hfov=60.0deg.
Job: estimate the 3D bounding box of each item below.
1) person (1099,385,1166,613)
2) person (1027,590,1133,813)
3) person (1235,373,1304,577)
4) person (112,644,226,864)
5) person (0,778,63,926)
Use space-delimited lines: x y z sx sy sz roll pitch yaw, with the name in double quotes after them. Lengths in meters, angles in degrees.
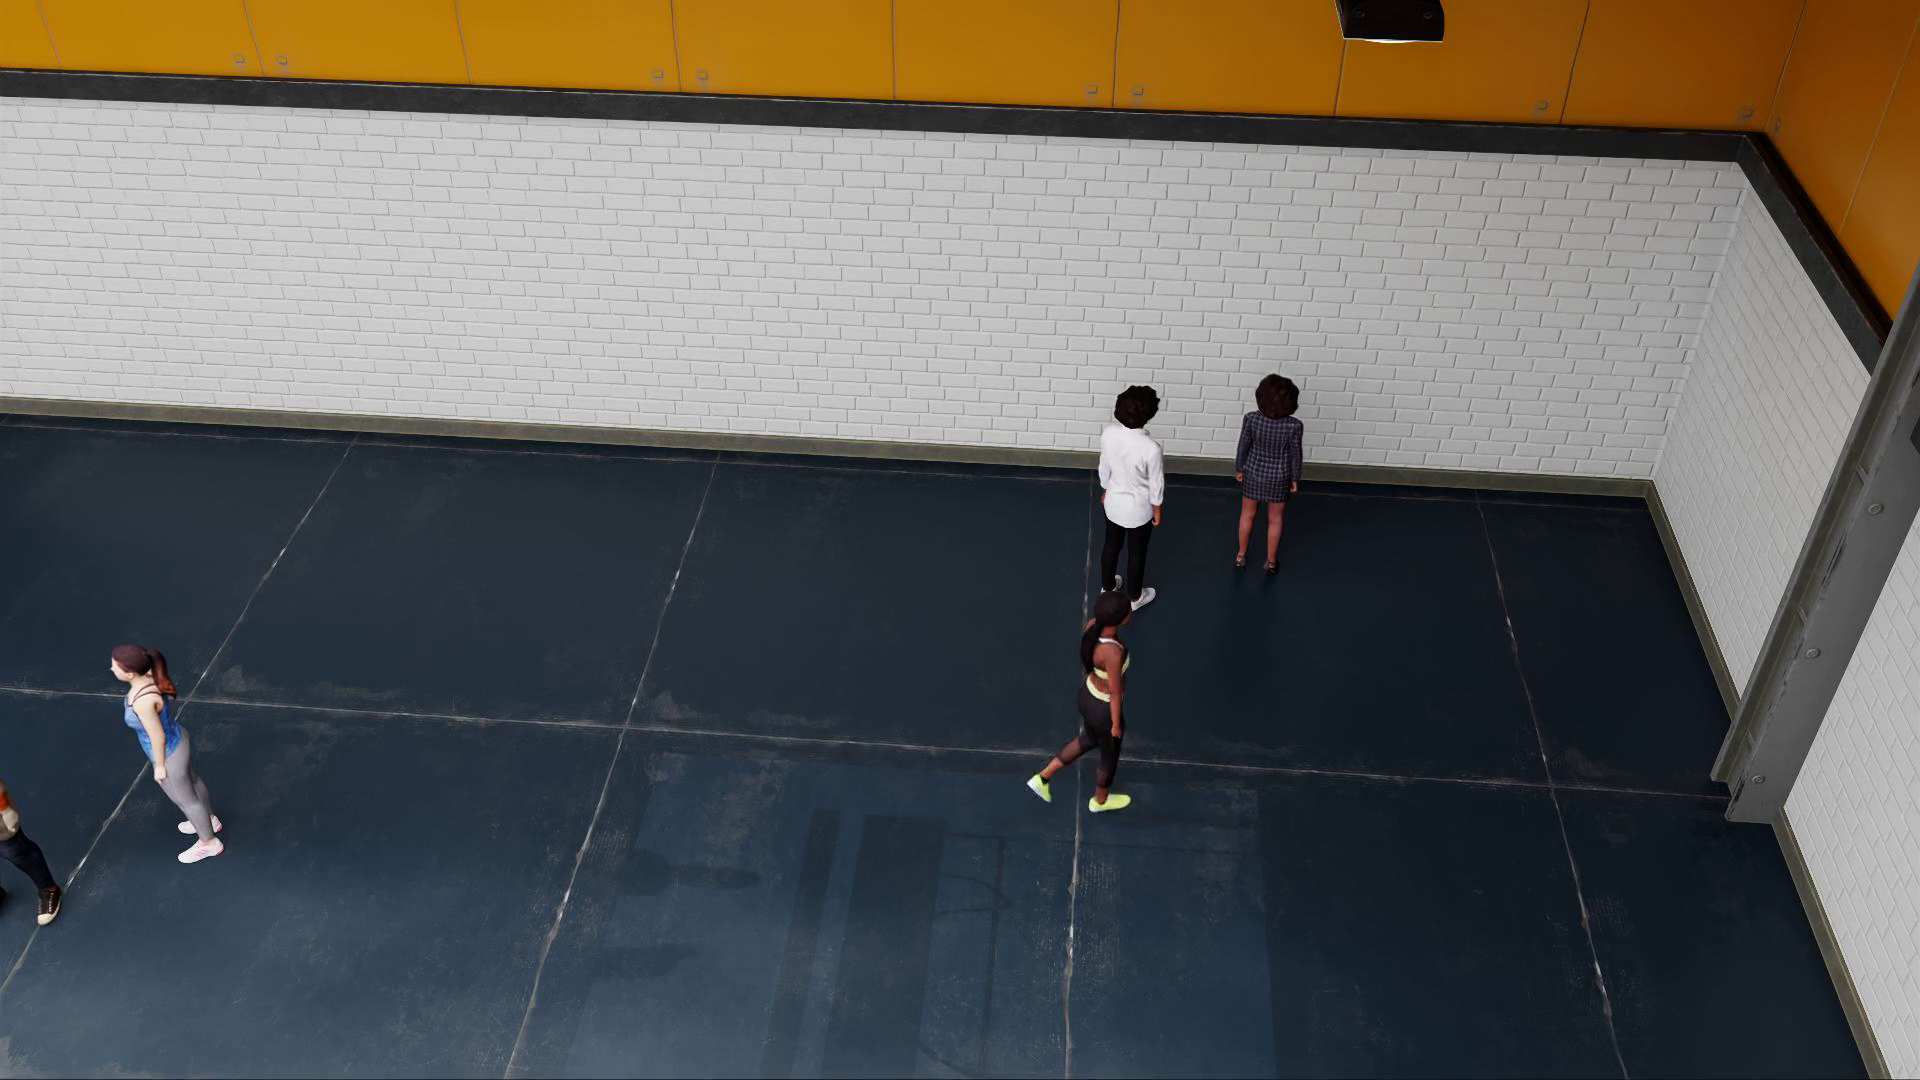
1.169 -0.282 11.442 0.727 1.810 0.736 23 44 26 "person"
0.747 1.025 9.863 0.827 1.736 0.906 -11 40 -14 "person"
2.167 -0.440 11.728 0.658 1.698 0.618 11 40 13 "person"
-4.631 1.221 9.719 0.705 1.610 0.604 -12 40 -15 "person"
-5.531 1.433 9.228 0.725 1.890 0.724 -3 39 -4 "person"
